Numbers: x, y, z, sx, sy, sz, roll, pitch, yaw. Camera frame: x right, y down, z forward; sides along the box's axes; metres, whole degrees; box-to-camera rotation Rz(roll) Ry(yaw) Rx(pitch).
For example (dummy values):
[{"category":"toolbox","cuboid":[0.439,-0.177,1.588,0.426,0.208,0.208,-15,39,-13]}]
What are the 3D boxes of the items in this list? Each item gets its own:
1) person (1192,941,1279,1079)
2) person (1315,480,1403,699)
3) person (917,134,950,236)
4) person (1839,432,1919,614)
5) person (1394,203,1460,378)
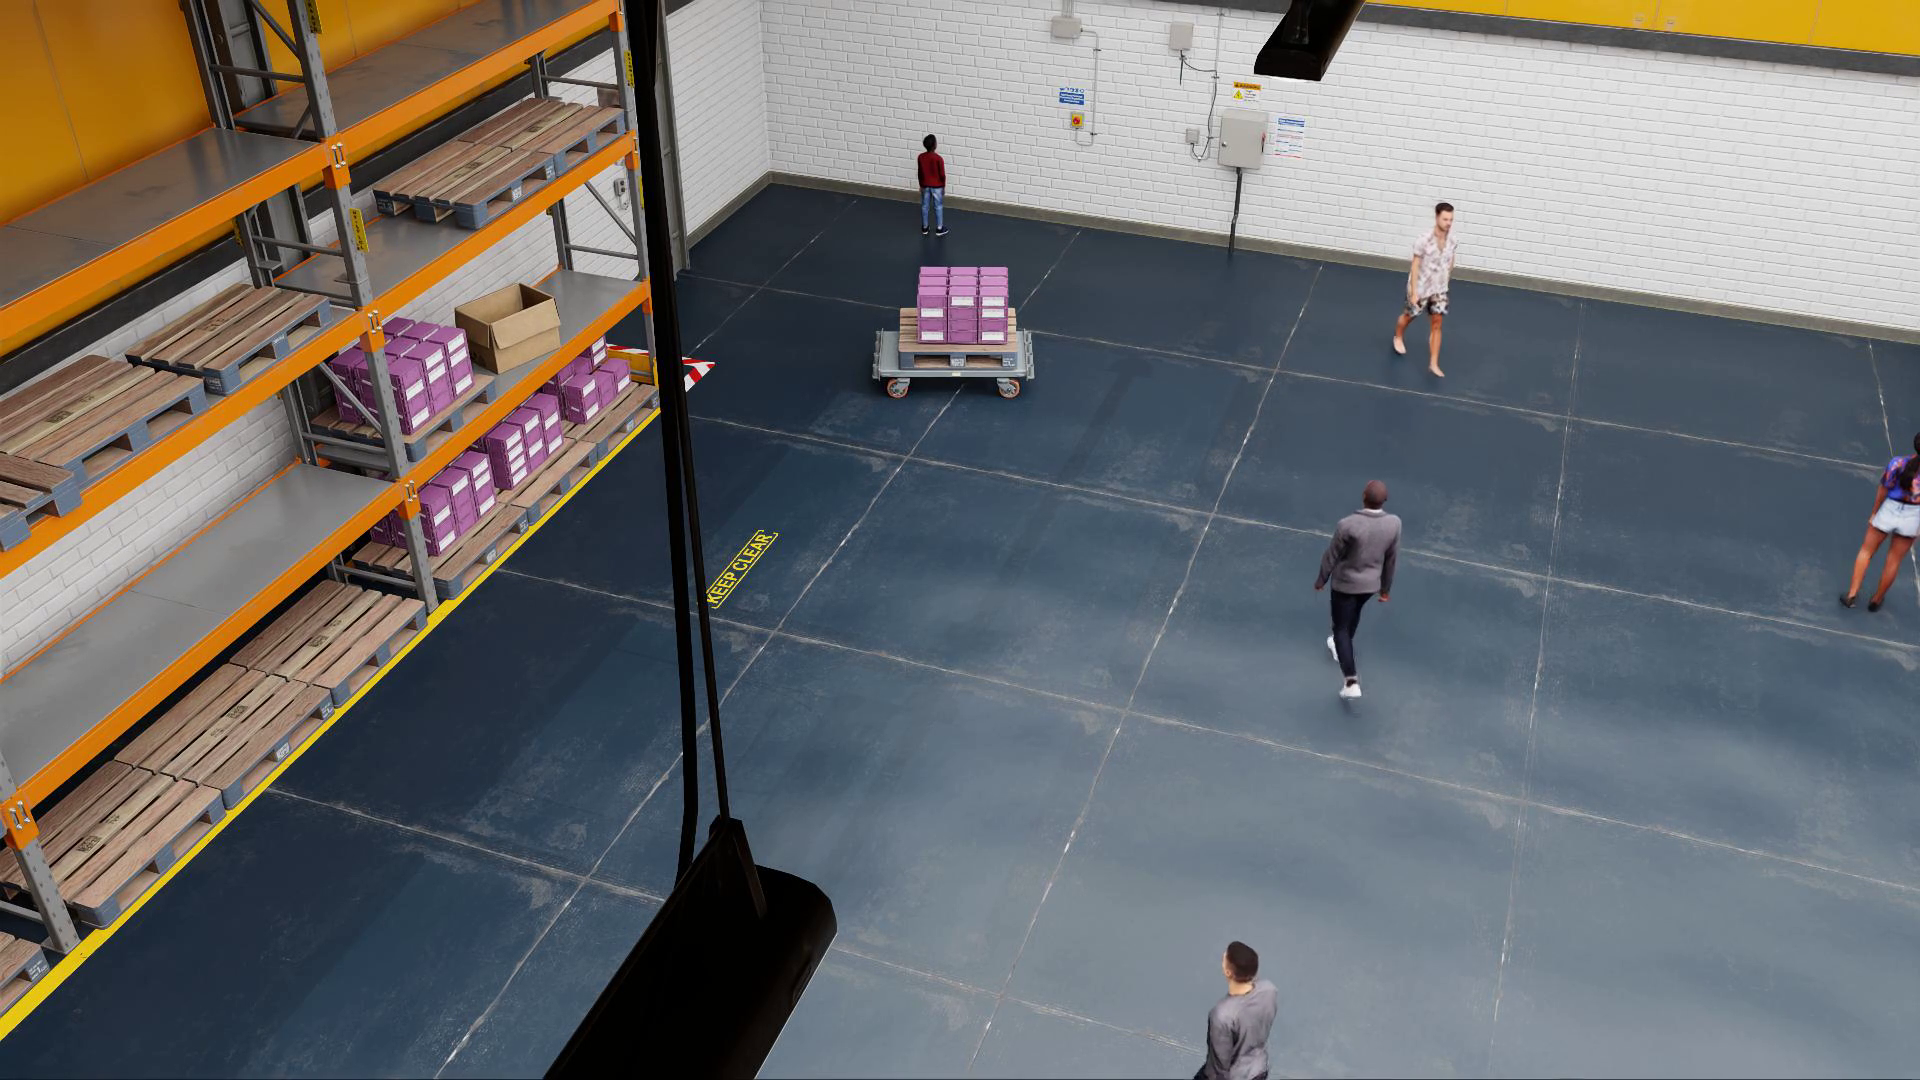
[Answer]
[{"category":"person","cuboid":[1.541,2.918,8.925,1.140,1.714,1.141,-19,38,-27]},{"category":"person","cuboid":[3.027,0.388,12.659,1.066,1.794,1.243,-6,34,-9]},{"category":"person","cuboid":[-0.343,-4.328,20.241,0.499,1.256,0.478,12,35,17]},{"category":"person","cuboid":[7.598,-0.132,13.488,0.665,1.742,0.707,21,39,29]},{"category":"person","cuboid":[4.808,-2.666,17.272,1.016,1.774,1.253,-4,34,-7]}]
